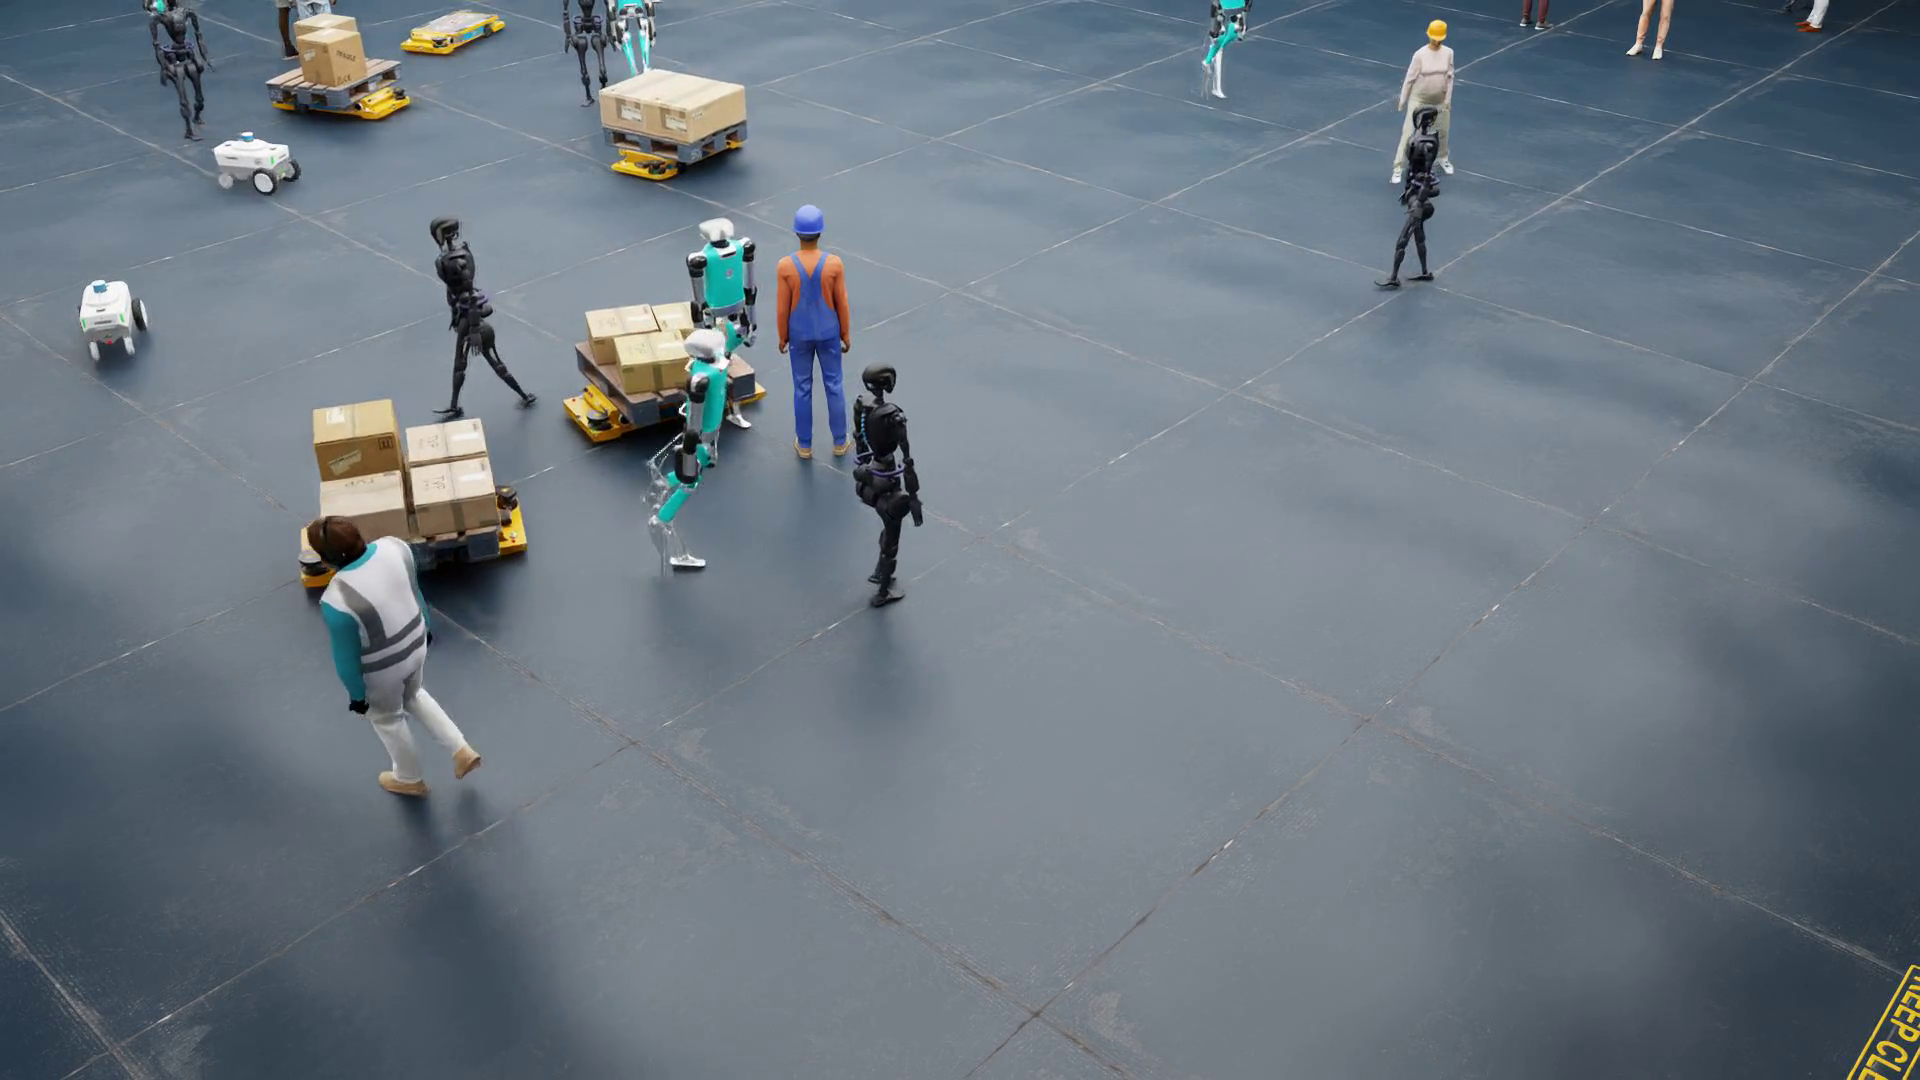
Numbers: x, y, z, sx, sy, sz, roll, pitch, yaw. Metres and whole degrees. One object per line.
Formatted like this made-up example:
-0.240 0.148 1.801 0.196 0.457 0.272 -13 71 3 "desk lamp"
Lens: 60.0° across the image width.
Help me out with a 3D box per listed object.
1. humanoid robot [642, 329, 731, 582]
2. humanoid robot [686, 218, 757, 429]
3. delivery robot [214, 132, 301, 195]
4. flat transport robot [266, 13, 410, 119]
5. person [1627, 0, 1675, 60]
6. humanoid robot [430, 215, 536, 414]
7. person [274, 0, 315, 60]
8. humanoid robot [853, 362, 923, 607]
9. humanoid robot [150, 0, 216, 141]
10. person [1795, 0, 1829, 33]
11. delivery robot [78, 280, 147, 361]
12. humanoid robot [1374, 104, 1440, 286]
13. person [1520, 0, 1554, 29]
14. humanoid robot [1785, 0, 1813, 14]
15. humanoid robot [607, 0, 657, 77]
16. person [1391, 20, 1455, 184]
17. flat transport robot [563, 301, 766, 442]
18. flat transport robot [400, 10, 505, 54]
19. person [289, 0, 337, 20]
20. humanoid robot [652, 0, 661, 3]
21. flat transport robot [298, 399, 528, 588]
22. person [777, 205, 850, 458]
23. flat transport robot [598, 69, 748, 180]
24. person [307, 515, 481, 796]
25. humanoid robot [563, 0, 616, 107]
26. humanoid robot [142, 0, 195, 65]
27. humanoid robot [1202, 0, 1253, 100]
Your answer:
-1.812 -0.500 10.644 0.766 1.845 0.530 7 32 11 "humanoid robot"
-1.832 -1.596 12.309 0.541 1.751 0.710 -23 38 -32 "humanoid robot"
-7.267 -3.890 17.165 0.815 0.614 0.499 7 33 11 "delivery robot"
-7.255 -5.179 19.494 1.431 0.231 0.659 10 33 15 "flat transport robot"
8.864 -7.022 20.945 0.511 1.869 0.373 20 37 29 "person"
-3.710 -1.682 12.569 0.752 1.634 0.584 -20 37 -29 "humanoid robot"
-8.443 -7.072 20.961 0.625 1.933 0.648 16 35 24 "person"
-0.459 -0.354 10.384 0.340 1.652 0.600 -24 39 -33 "humanoid robot"
-8.598 -5.281 18.376 0.601 1.655 0.608 25 39 34 "humanoid robot"
11.484 -7.675 22.033 0.369 1.833 0.505 11 34 18 "person"
-7.125 -1.881 13.904 0.499 0.586 0.783 -11 34 -18 "delivery robot"
4.035 -3.064 14.757 0.588 1.640 0.584 -1 32 -2 "humanoid robot"
7.808 -7.759 22.183 0.369 1.813 0.535 -22 38 -31 "person"
11.744 -8.112 22.905 0.663 1.632 0.599 -8 33 -13 "humanoid robot"
-3.713 -5.709 18.971 0.564 1.786 0.779 -8 33 -12 "humanoid robot"
4.857 -4.533 17.134 0.726 1.662 0.480 -1 32 -2 "person"
-2.307 -1.141 12.991 1.431 0.231 0.659 -18 36 -27 "flat transport robot"
-6.689 -6.708 21.956 0.659 0.231 1.431 11 33 17 "flat transport robot"
-7.952 -6.690 20.365 0.592 1.919 0.392 -10 33 -16 "person"
-4.425 -8.249 23.049 0.969 1.743 0.546 6 32 9 "humanoid robot"
-3.670 -0.011 11.171 1.431 0.231 0.659 -10 33 -16 "flat transport robot"
-1.054 -1.487 11.995 0.516 1.908 0.373 -3 32 -5 "person"
-3.033 -4.207 17.928 0.659 0.231 1.431 18 36 26 "flat transport robot"
-2.948 0.638 8.667 0.538 1.815 0.679 12 34 19 "person"
-4.301 -5.853 19.242 0.587 1.646 0.327 -7 33 -12 "humanoid robot"
-9.690 -6.615 20.449 0.554 1.740 1.052 2 32 3 "humanoid robot"
3.038 -5.966 19.470 0.542 1.886 0.749 -14 35 -22 "humanoid robot"
